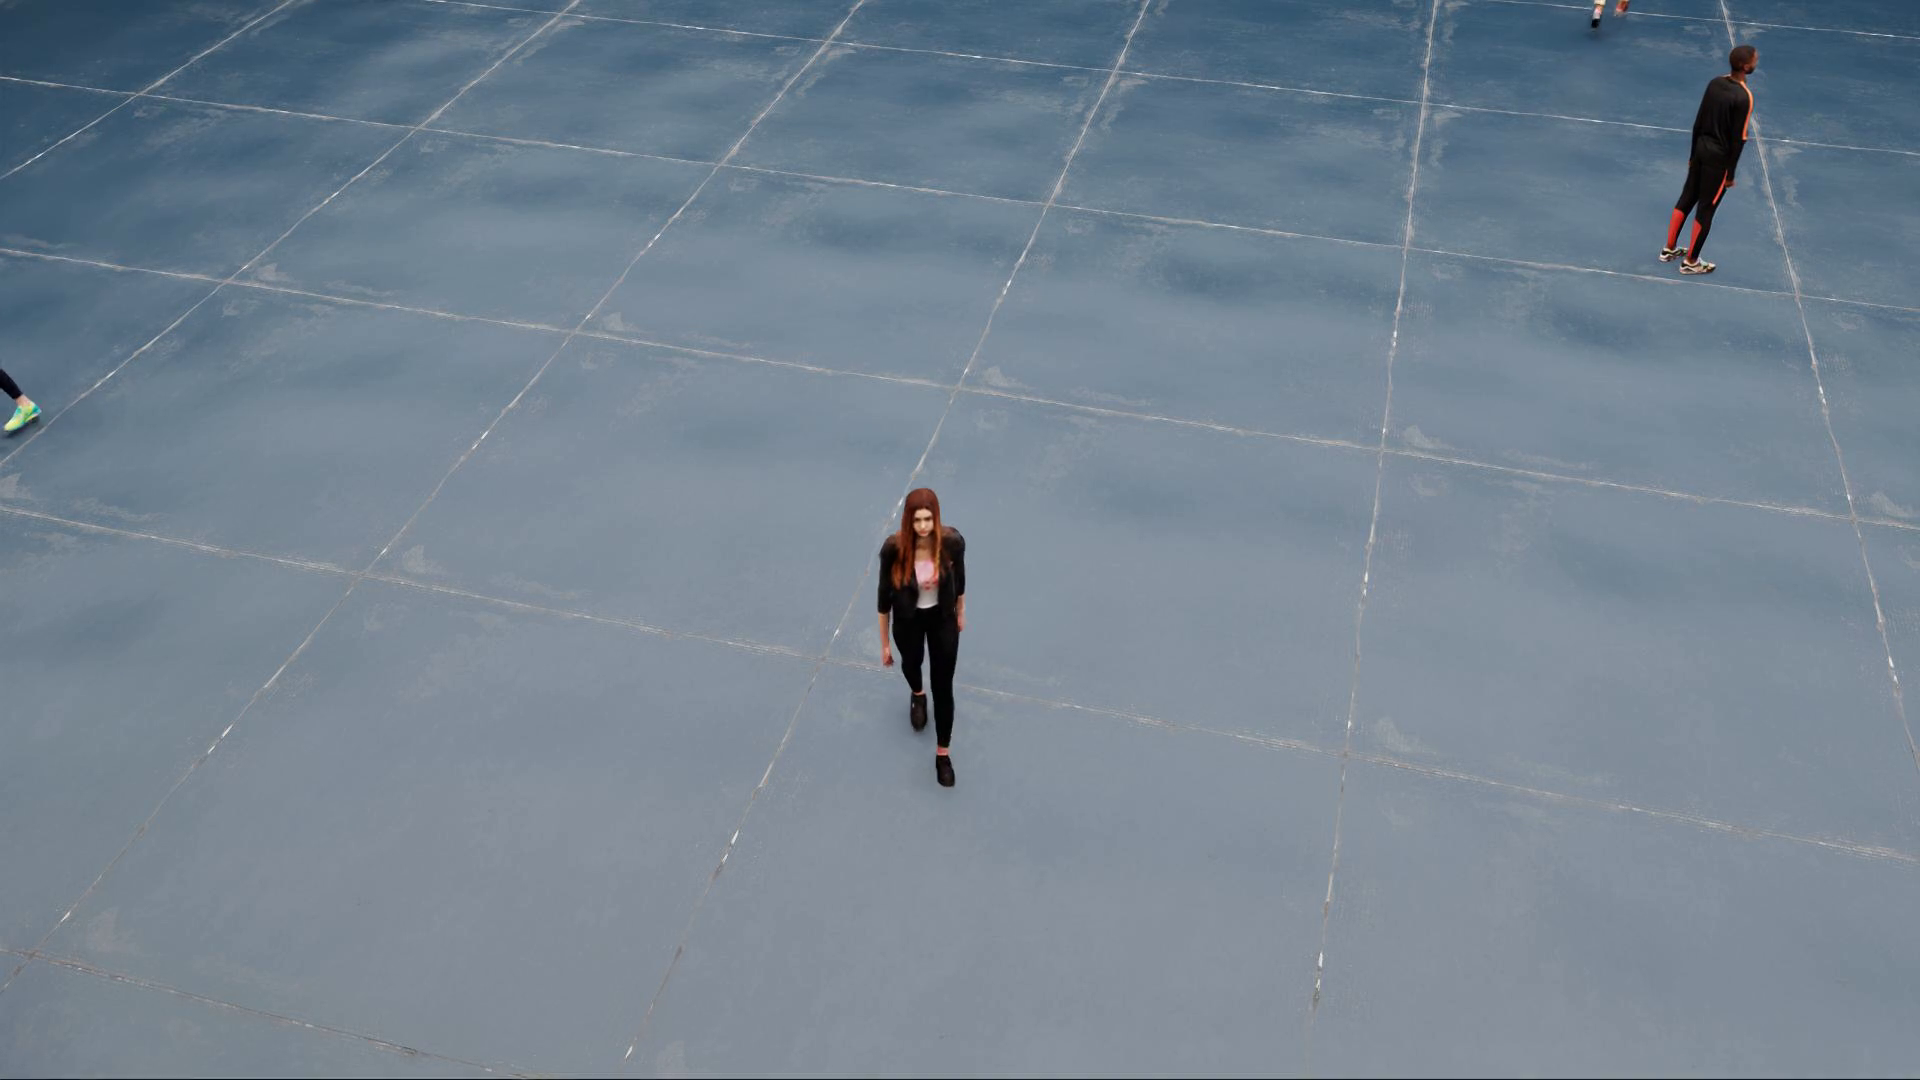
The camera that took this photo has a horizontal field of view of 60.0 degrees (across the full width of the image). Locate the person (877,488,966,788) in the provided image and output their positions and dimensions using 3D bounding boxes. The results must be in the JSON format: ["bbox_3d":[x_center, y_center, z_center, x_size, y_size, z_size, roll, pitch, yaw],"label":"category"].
[{"bbox_3d":[-0.204,0.368,8.725,0.854,1.678,1.135,-3,38,-3],"label":"person"}]

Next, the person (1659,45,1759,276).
[{"bbox_3d":[5.818,-2.946,12.856,0.762,1.808,0.665,-12,40,-15],"label":"person"}]
